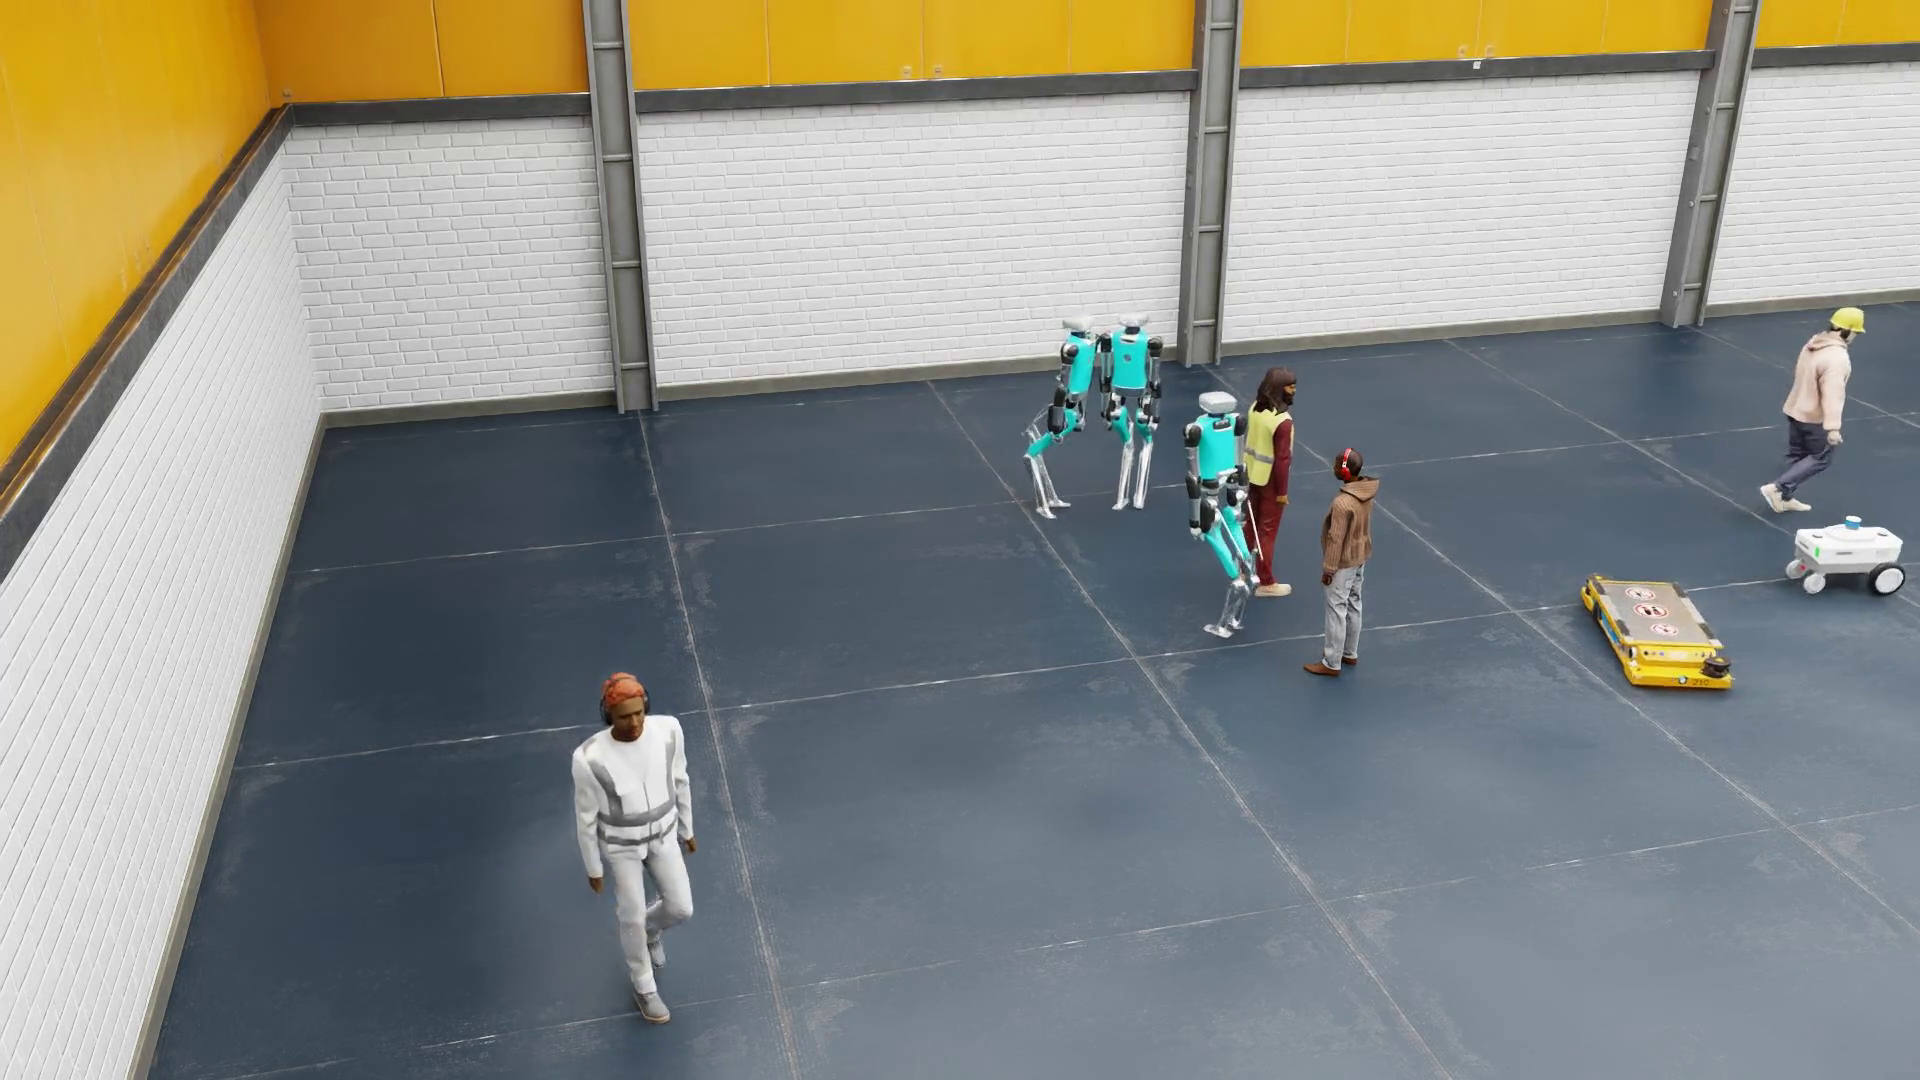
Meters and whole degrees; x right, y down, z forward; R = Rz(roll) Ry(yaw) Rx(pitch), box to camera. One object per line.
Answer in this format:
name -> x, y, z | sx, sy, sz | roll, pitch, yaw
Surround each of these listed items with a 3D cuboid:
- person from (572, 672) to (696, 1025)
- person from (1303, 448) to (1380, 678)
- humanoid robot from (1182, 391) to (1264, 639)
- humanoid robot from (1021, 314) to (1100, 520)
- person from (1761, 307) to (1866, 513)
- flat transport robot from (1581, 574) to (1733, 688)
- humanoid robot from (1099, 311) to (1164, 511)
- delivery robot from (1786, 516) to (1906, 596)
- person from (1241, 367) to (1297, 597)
person -> -1.566, 1.464, 8.046 | 0.590, 1.869, 0.477 | -16, 28, -32
person -> 2.615, 0.157, 11.296 | 0.327, 1.648, 0.463 | 18, 29, 35
humanoid robot -> 1.940, -0.108, 11.816 | 0.533, 1.810, 0.750 | -15, 28, -30
humanoid robot -> 0.773, -1.054, 13.899 | 0.735, 1.750, 0.541 | 14, 27, 28
person -> 7.061, -1.049, 13.793 | 0.521, 1.840, 0.880 | 1, 24, 3
flat transport robot -> 4.965, 0.640, 11.906 | 0.659, 0.231, 1.431 | 2, 24, 5
humanoid robot -> 1.481, -1.128, 14.036 | 0.530, 1.752, 0.653 | 9, 25, 19
delivery robot -> 6.812, 0.113, 12.759 | 0.801, 0.604, 0.499 | -2, 24, -4
person -> 2.298, -0.439, 12.491 | 0.379, 1.772, 0.466 | -8, 25, -18
